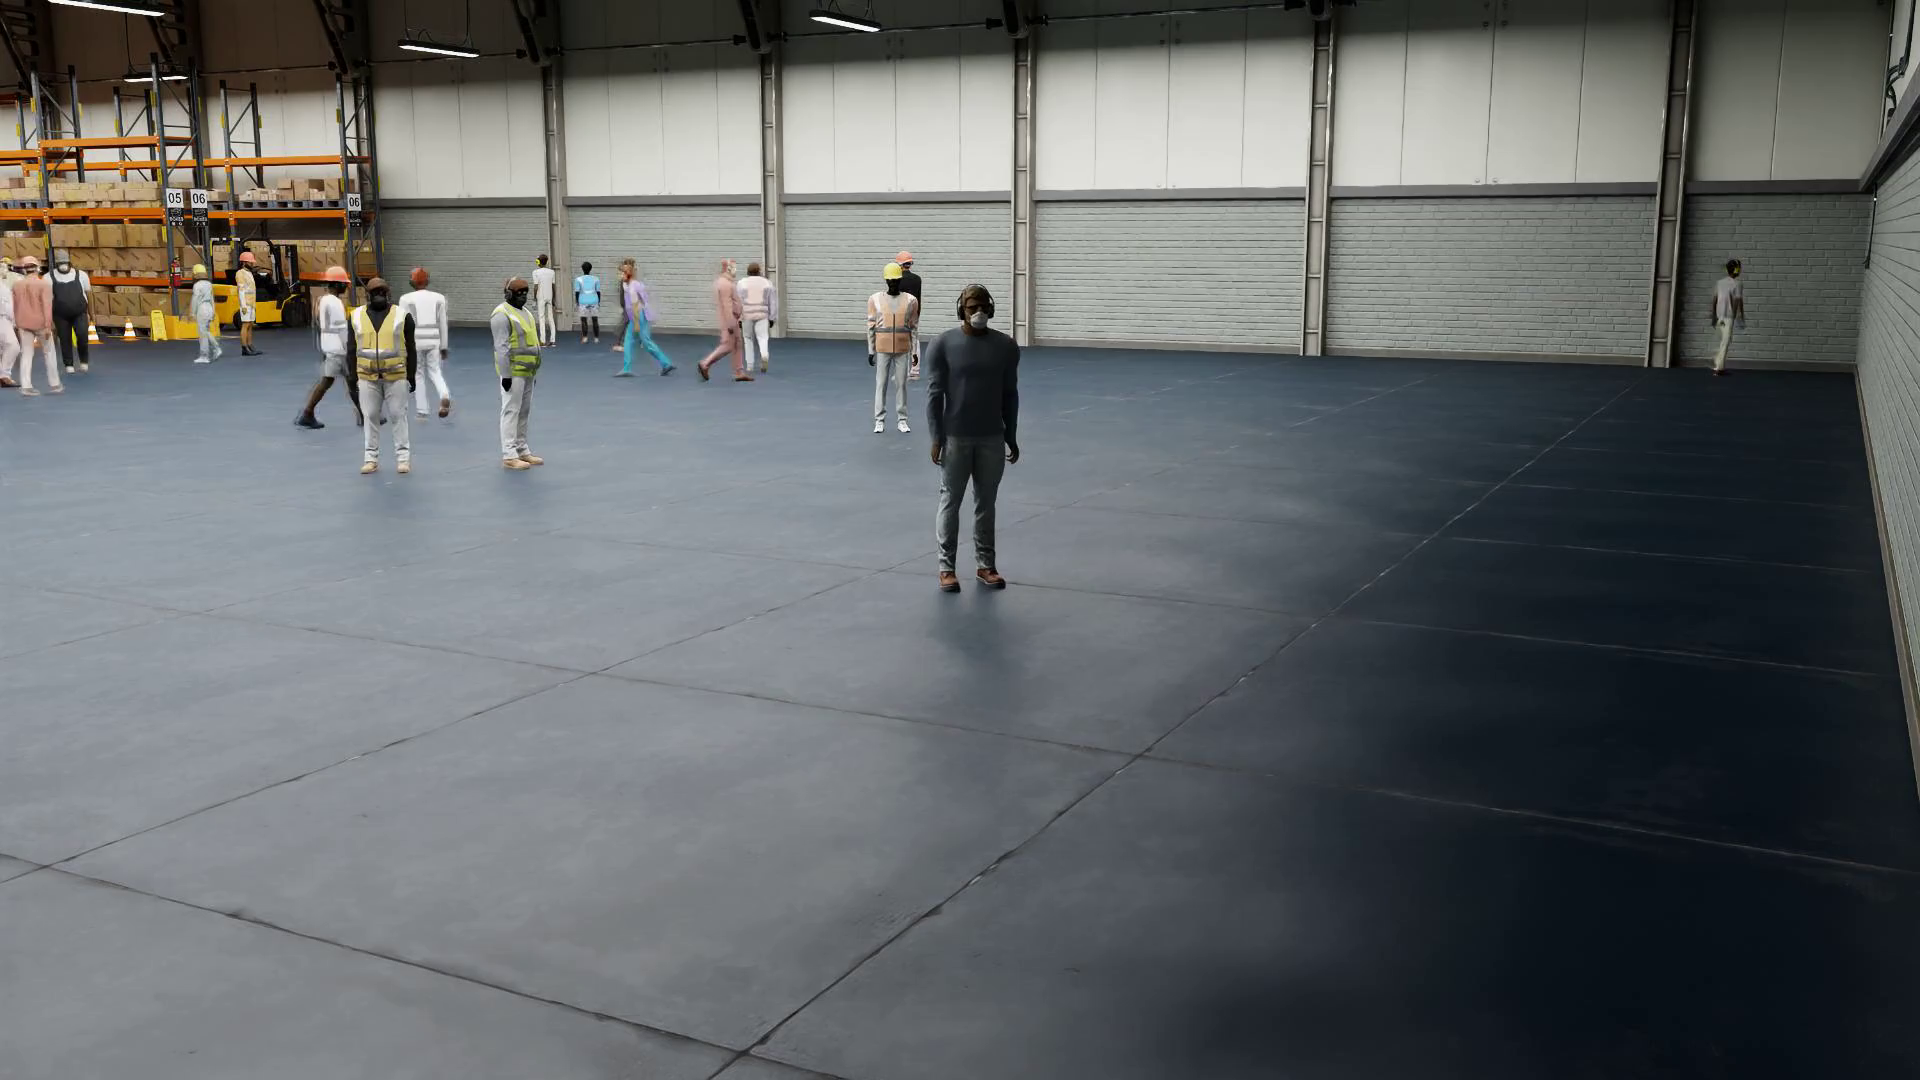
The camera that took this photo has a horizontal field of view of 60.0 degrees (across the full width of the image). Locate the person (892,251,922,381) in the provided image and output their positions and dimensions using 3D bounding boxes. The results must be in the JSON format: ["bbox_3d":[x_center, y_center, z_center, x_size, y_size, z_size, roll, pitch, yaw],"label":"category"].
[{"bbox_3d":[-0.839,-3.457,25.715,0.378,1.996,0.610,8,13,38],"label":"person"}]

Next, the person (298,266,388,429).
[{"bbox_3d":[-7.284,-2.237,19.382,1.007,1.889,0.562,-6,12,-28],"label":"person"}]

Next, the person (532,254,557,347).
[{"bbox_3d":[-8.393,-4.830,33.551,0.533,1.871,0.320,-10,14,-44],"label":"person"}]

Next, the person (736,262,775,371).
[{"bbox_3d":[-3.347,-3.650,27.289,0.638,1.819,0.801,-3,11,-14],"label":"person"}]

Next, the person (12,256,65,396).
[{"bbox_3d":[-13.024,-3.014,23.436,0.639,1.936,0.916,0,10,2],"label":"person"}]

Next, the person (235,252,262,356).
[{"bbox_3d":[-13.304,-4.419,31.132,0.377,1.932,0.552,-1,10,-4],"label":"person"}]

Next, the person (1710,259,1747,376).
[{"bbox_3d":[12.311,-3.545,26.582,0.539,1.854,0.529,-3,11,-18],"label":"person"}]

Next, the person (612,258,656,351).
[{"bbox_3d":[-6.389,-4.576,32.381,0.983,1.790,0.534,-7,12,-32],"label":"person"}]

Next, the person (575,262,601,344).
[{"bbox_3d":[-7.687,-4.903,34.419,0.538,1.695,0.319,-4,11,-22],"label":"person"}]

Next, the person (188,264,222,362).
[{"bbox_3d":[-13.405,-4.005,29.419,0.363,1.735,0.506,1,10,6],"label":"person"}]

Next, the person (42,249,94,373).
[{"bbox_3d":[-14.458,-3.710,26.975,0.724,2.000,0.654,-6,12,-29],"label":"person"}]

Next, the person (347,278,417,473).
[{"bbox_3d":[-5.456,-1.544,15.708,0.636,1.841,0.429,-2,11,-9],"label":"person"}]

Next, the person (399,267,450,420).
[{"bbox_3d":[-6.430,-2.346,20.048,0.579,1.863,0.656,-8,13,-37],"label":"person"}]

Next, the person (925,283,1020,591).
[{"bbox_3d":[0.088,-0.649,10.560,0.627,1.940,0.377,-4,11,-18],"label":"person"}]

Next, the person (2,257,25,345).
[{"bbox_3d":[-18.134,-4.480,31.775,0.591,1.821,0.404,-7,12,-32],"label":"person"}]

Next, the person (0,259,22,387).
[{"bbox_3d":[-14.053,-3.184,24.485,0.457,1.893,0.680,-4,11,-19],"label":"person"}]

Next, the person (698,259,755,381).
[{"bbox_3d":[-3.586,-3.359,25.473,0.793,1.883,0.650,-1,10,-4],"label":"person"}]

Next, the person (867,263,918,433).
[{"bbox_3d":[-0.760,-2.179,18.933,0.585,1.929,0.371,-2,11,-8],"label":"person"}]

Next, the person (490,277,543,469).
[{"bbox_3d":[-4.266,-1.612,16.086,0.429,1.838,0.634,2,11,9],"label":"person"}]

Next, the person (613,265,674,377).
[{"bbox_3d":[-5.038,-3.475,26.411,0.926,1.790,0.565,-4,11,-21],"label":"person"}]
